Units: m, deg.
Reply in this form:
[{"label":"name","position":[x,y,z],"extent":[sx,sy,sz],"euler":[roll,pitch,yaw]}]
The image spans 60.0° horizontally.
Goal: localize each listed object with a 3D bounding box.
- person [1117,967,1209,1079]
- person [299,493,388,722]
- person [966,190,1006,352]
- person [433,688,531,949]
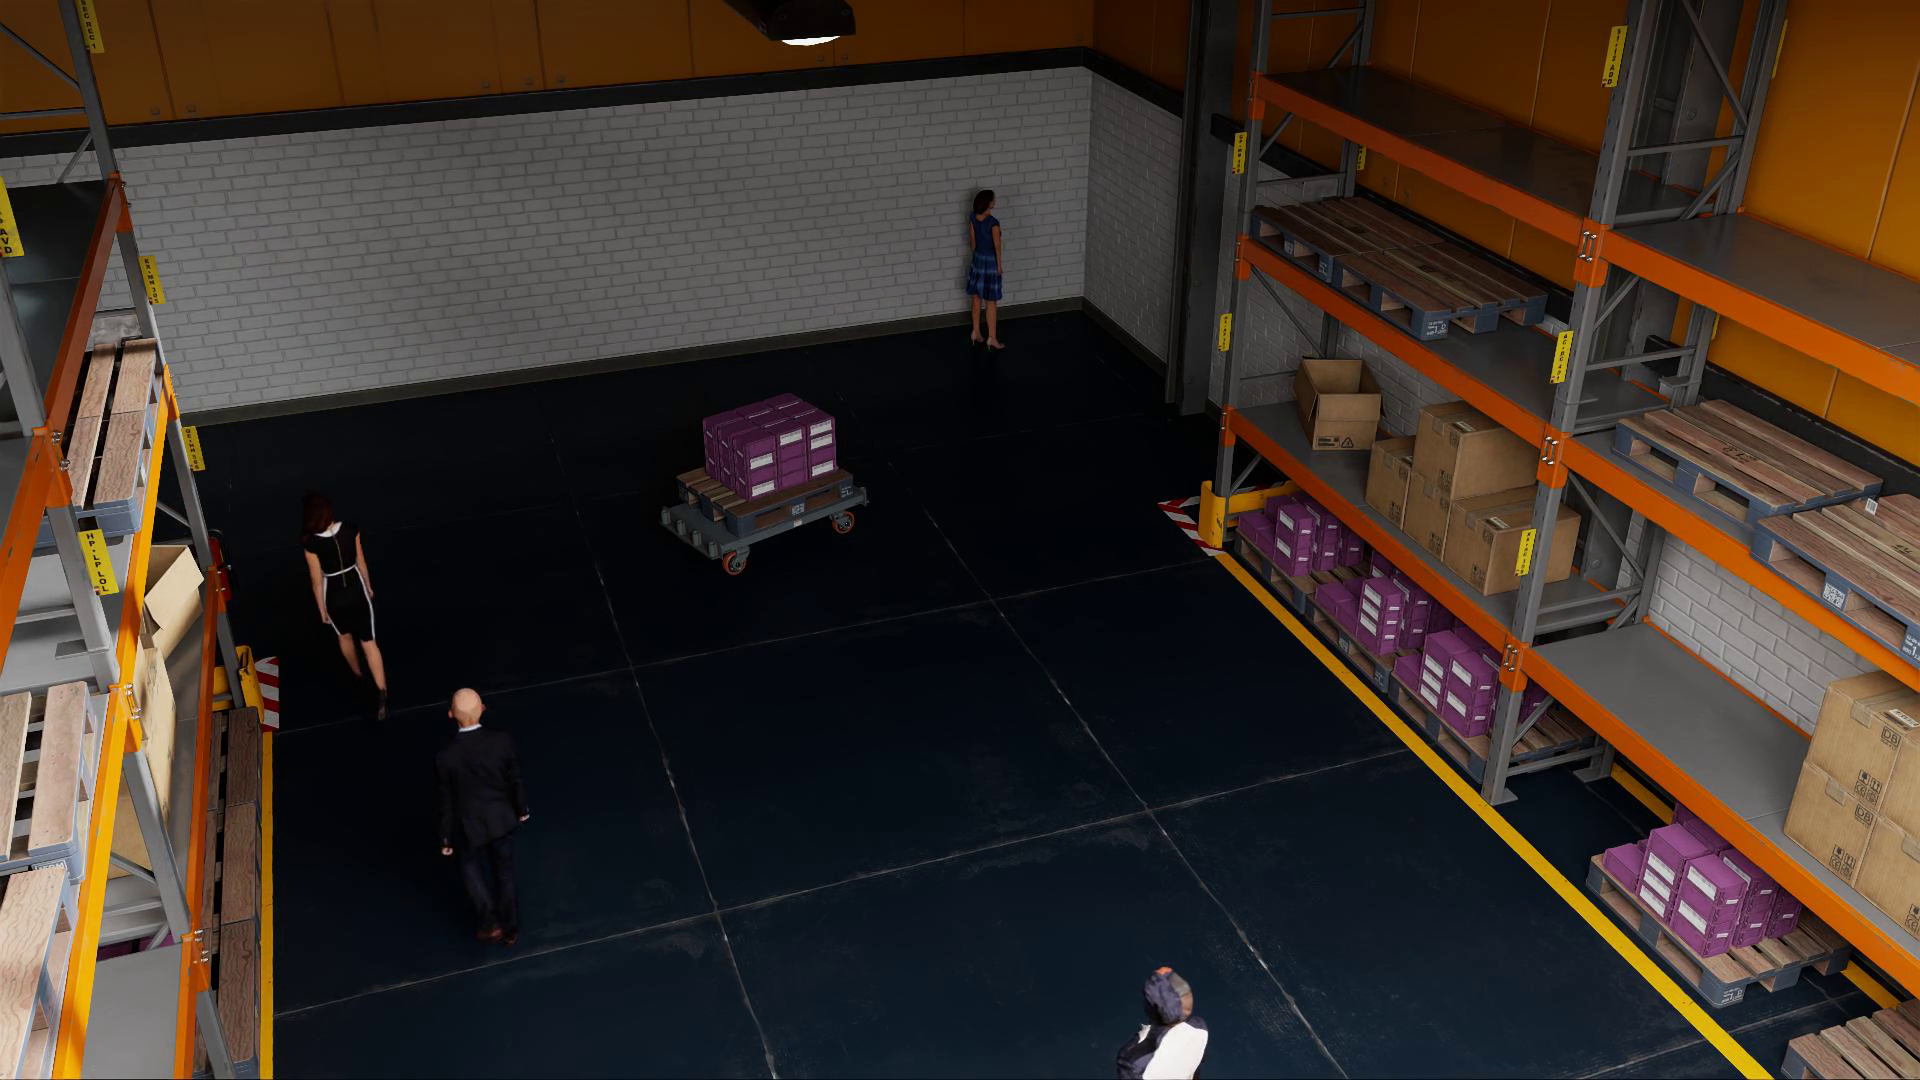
[{"label":"person","position":[0.906,2.738,7.751],"extent":[0.746,1.898,0.699],"euler":[-20,35,-33]},{"label":"person","position":[-4.385,0.508,11.989],"extent":[0.796,1.755,1.177],"euler":[-17,33,-29]},{"label":"person","position":[0.294,-2.982,18.333],"extent":[0.803,1.806,0.648],"euler":[-24,37,-36]},{"label":"person","position":[-2.779,1.700,9.766],"extent":[0.761,1.790,0.686],"euler":[-16,32,-26]}]
